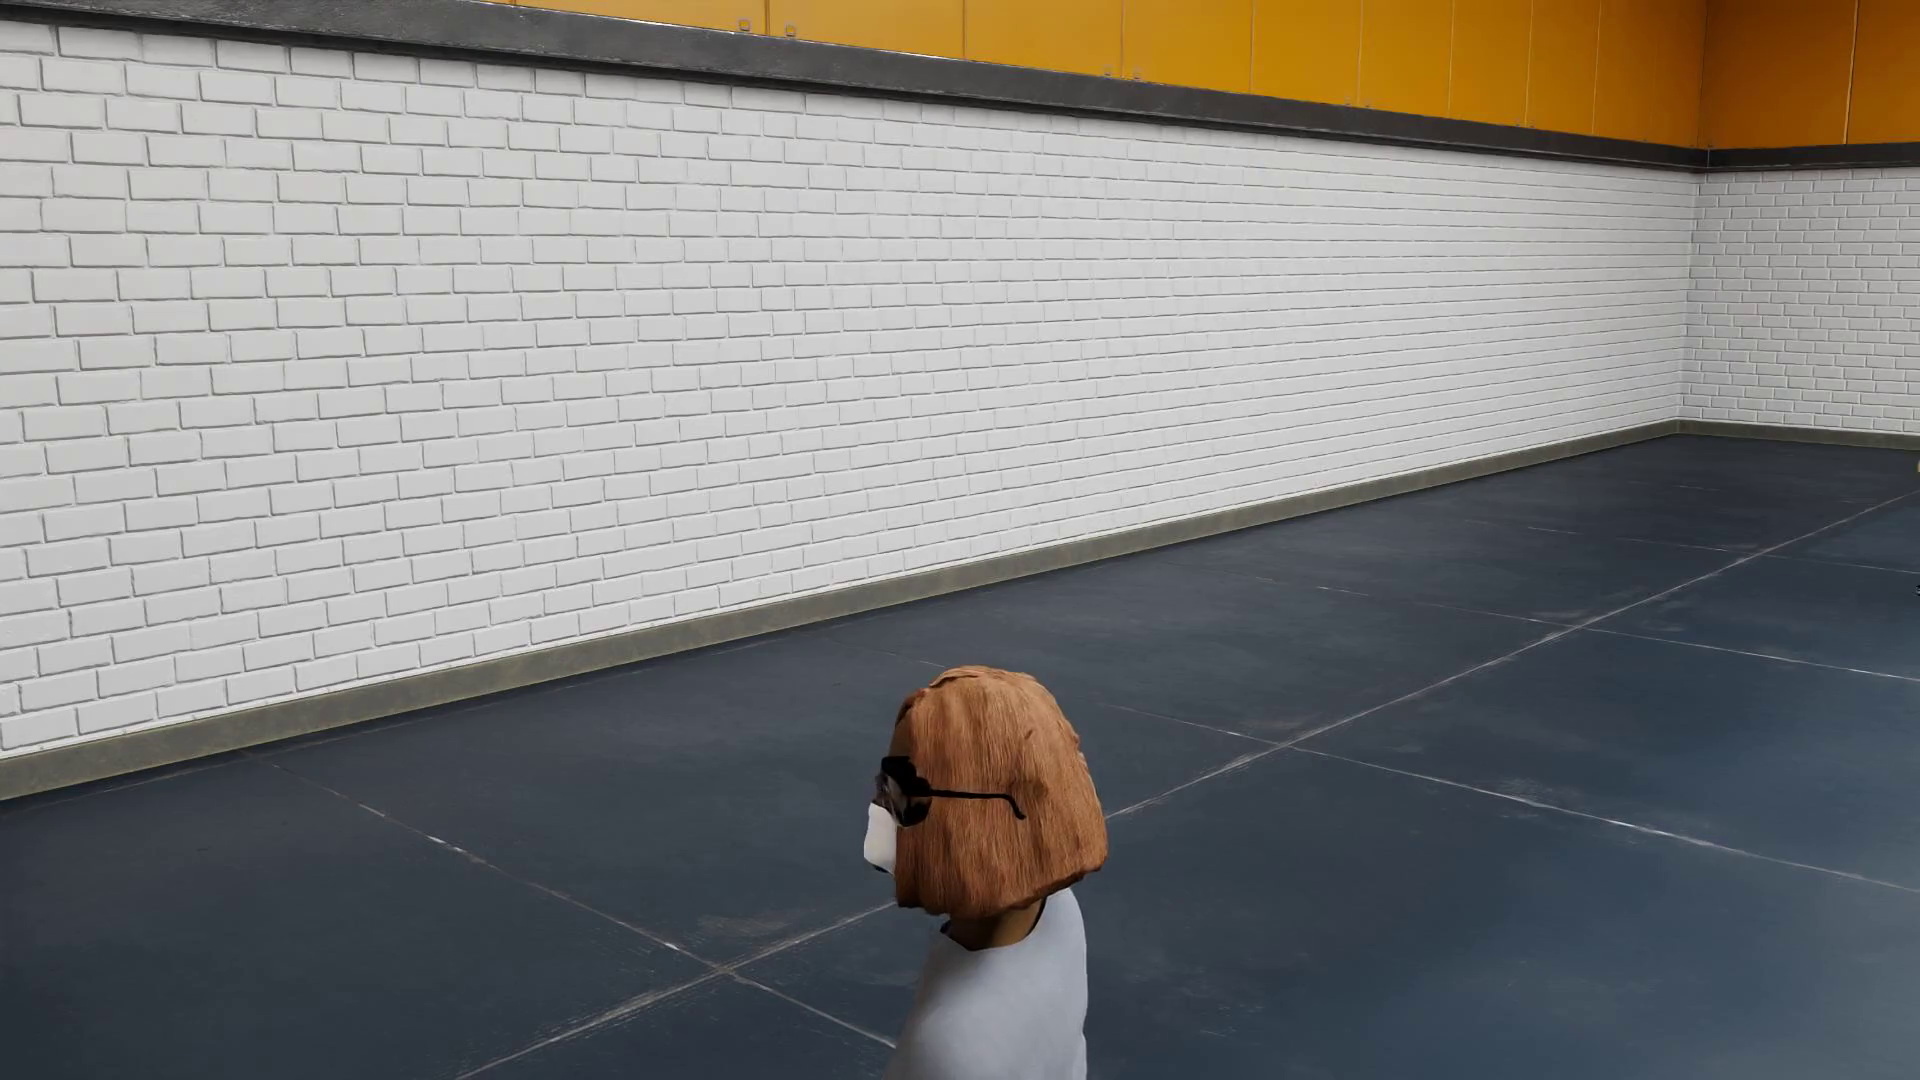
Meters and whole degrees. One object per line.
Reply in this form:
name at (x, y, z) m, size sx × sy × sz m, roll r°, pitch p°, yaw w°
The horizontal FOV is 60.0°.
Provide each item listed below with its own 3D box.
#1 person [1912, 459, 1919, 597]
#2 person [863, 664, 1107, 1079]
person at (5.861, -0.516, 9.704) m, size 0.839 × 1.792 × 0.629 m, roll -2°, pitch 10°, yaw -14°
person at (0.020, 0.939, 1.885) m, size 0.273 × 1.636 × 0.507 m, roll 2°, pitch 10°, yaw 10°
